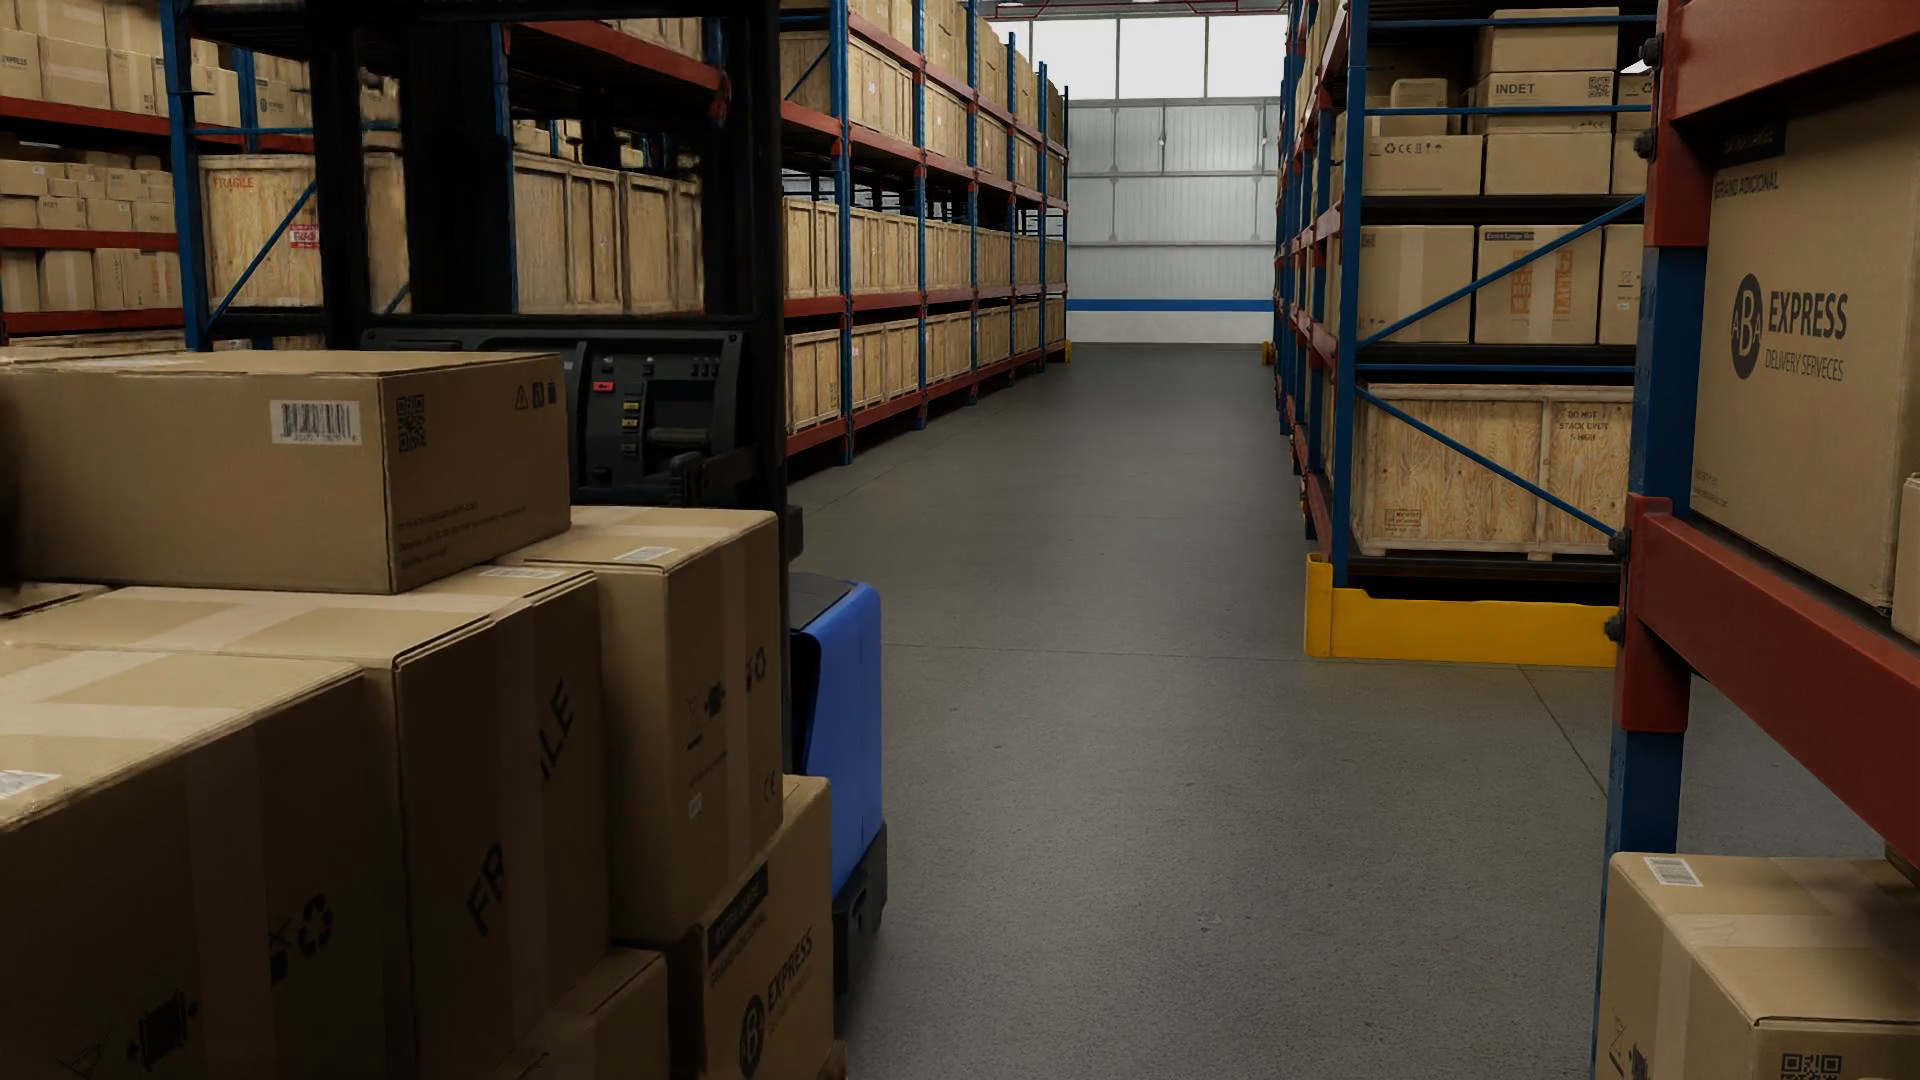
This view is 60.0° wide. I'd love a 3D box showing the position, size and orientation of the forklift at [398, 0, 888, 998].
[{"bbox_3d":[-0.886,-0.088,4.230,1.129,2.768,1.873,2,9,10],"label":"forklift"}]
